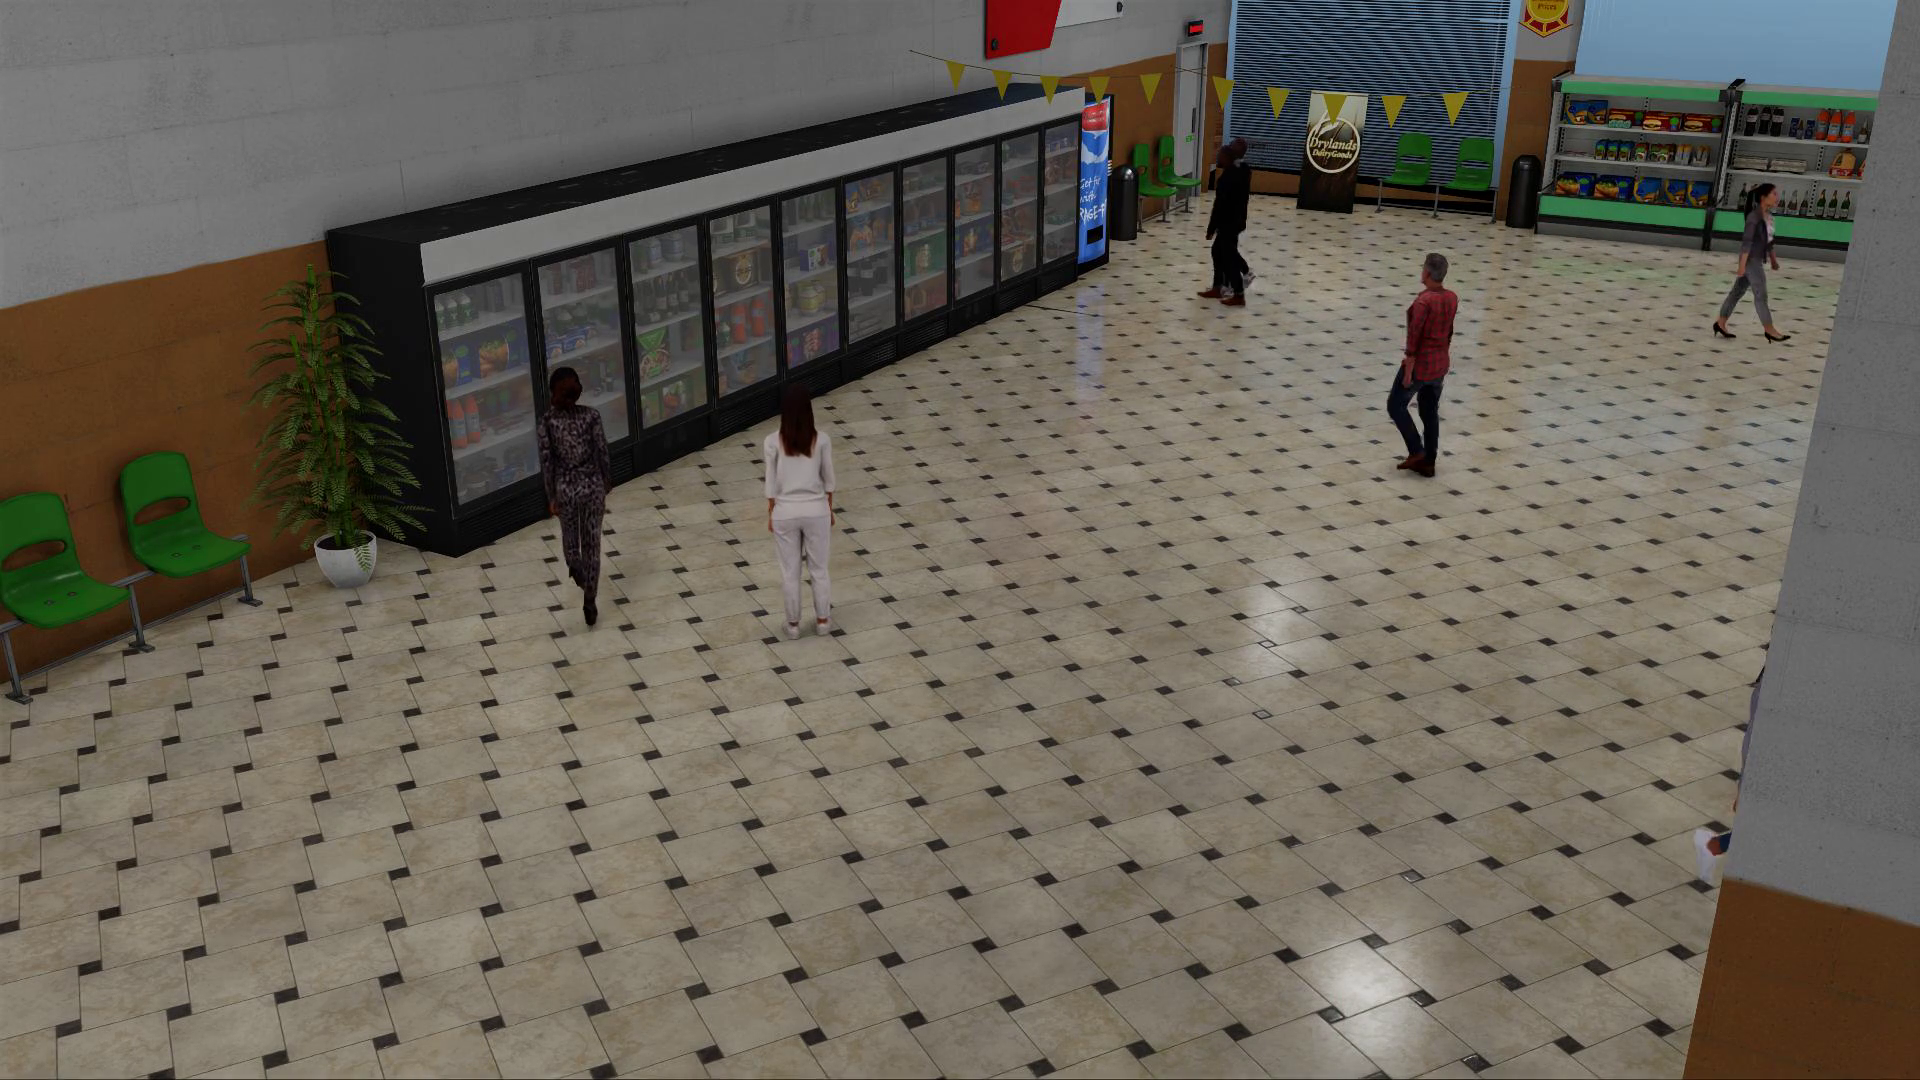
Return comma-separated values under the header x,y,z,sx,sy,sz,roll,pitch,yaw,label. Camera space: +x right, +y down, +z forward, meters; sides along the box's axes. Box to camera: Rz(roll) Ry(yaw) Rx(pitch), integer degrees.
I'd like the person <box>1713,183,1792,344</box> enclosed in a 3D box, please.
x,y,z,sx,sy,sz,roll,pitch,yaw,label
8.189,-2.890,17.401,1.055,1.645,0.706,16,27,34,person

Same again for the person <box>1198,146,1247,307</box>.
x,y,z,sx,sy,sz,roll,pitch,yaw,label
3.120,-3.504,18.734,0.859,1.792,0.758,11,24,25,person

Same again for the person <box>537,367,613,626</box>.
x,y,z,sx,sy,sz,roll,pitch,yaw,label
-2.475,-0.262,10.822,1.078,1.673,1.069,-3,22,-8,person

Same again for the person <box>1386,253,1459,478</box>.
x,y,z,sx,sy,sz,roll,pitch,yaw,label
3.817,-1.375,13.399,0.828,1.818,0.834,-14,26,-31,person

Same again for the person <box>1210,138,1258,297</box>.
x,y,z,sx,sy,sz,roll,pitch,yaw,label
3.237,-3.713,19.231,0.775,1.809,0.690,10,24,24,person

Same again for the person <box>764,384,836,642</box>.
x,y,z,sx,sy,sz,roll,pitch,yaw,label
-1.011,-0.176,10.588,0.671,1.689,0.740,-5,22,-11,person
